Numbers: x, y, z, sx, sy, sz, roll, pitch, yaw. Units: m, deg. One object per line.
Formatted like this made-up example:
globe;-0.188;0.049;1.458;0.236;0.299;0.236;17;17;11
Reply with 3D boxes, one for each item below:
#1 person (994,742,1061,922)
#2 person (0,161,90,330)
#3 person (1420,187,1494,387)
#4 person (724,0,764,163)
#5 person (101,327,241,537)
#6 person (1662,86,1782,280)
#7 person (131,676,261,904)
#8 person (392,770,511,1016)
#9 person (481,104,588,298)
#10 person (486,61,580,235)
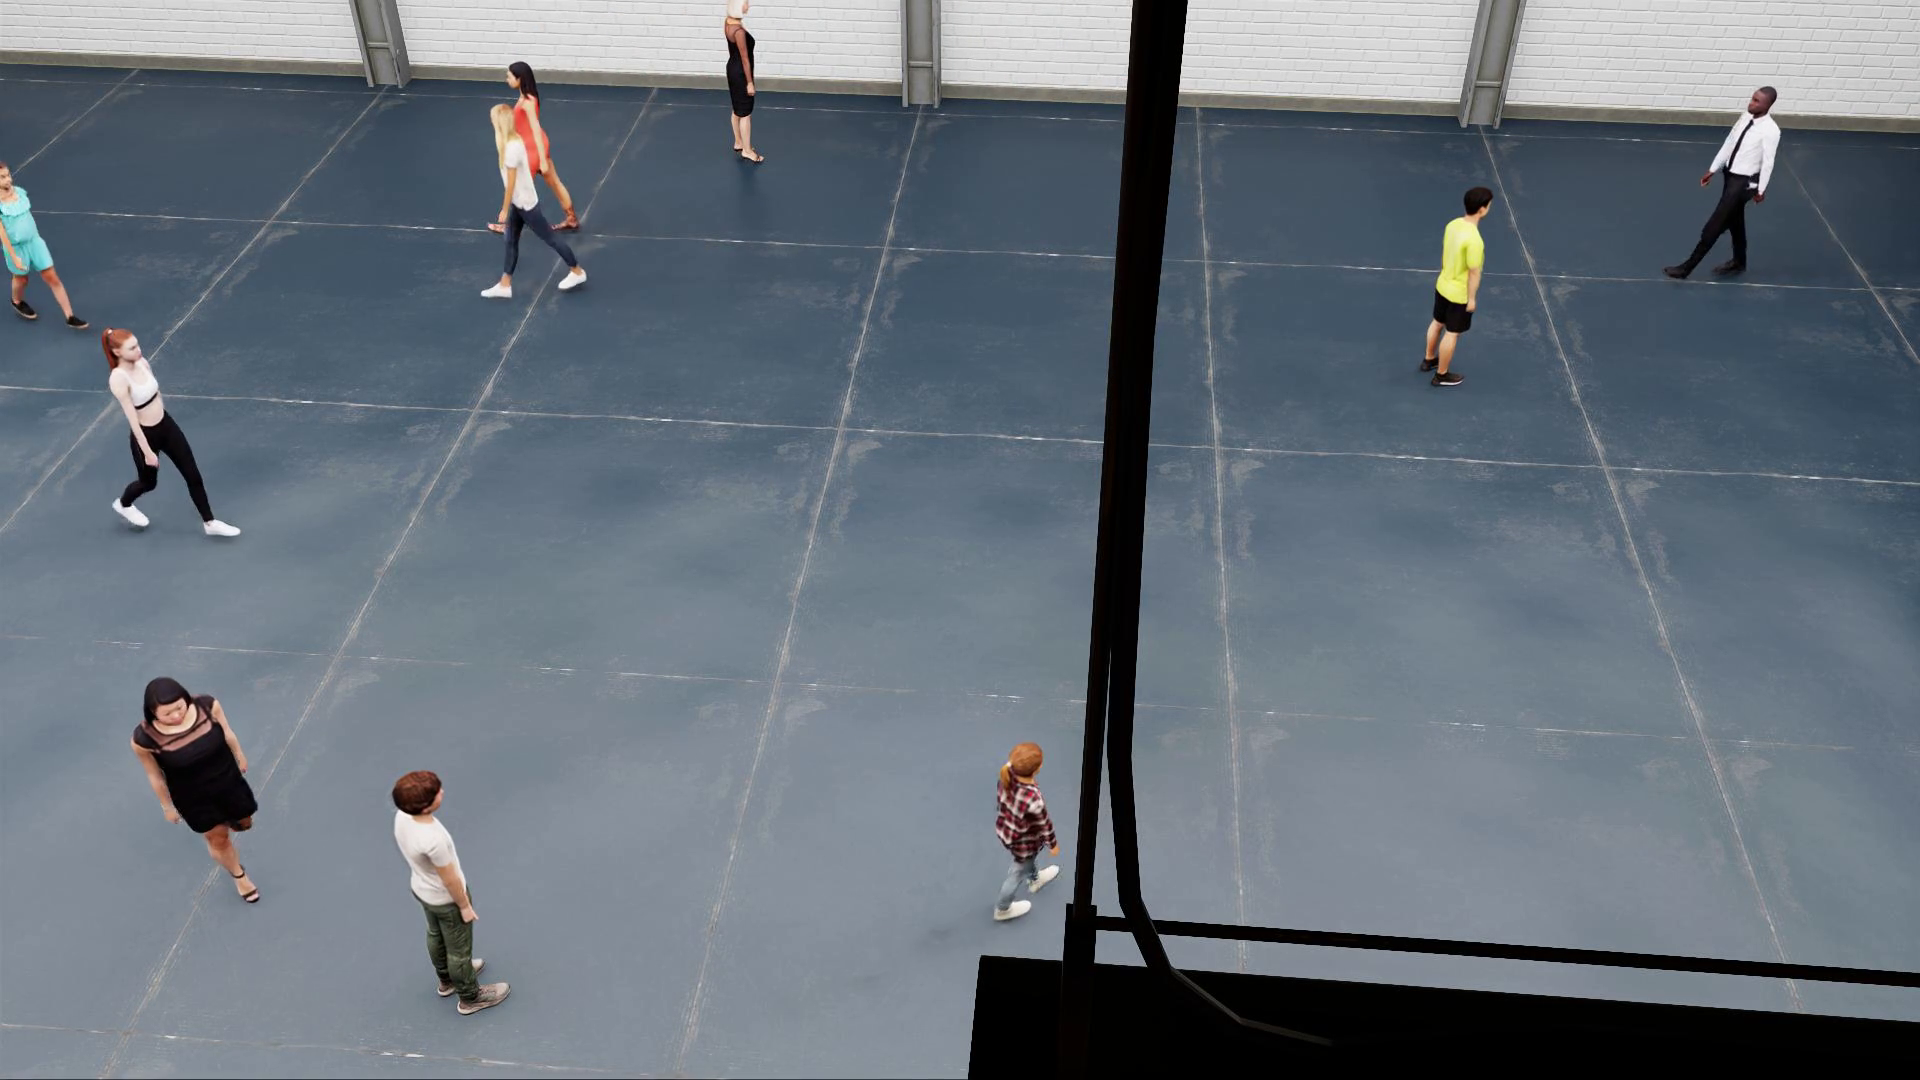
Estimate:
person;0.285;1.636;9.138;0.824;1.289;0.734;-18;42;-21
person;-8.017;-2.498;14.125;1.135;1.524;0.850;19;43;23
person;4.000;-2.044;13.409;0.657;1.710;0.697;-9;40;-11
person;-2.197;-4.636;16.627;0.674;1.743;0.673;-16;41;-19
person;-5.775;-0.711;11.740;1.172;1.708;0.657;6;39;8
person;6.982;-3.147;14.716;1.181;1.801;0.815;-4;39;-5
person;-4.202;1.331;9.189;0.996;1.701;0.930;31;48;33
person;-2.692;1.816;8.621;0.728;1.653;0.658;-30;48;-32
person;-3.676;-2.901;14.447;1.231;1.753;0.945;-13;40;-16
person;-3.830;-3.582;15.361;1.154;1.676;0.870;-10;40;-12
